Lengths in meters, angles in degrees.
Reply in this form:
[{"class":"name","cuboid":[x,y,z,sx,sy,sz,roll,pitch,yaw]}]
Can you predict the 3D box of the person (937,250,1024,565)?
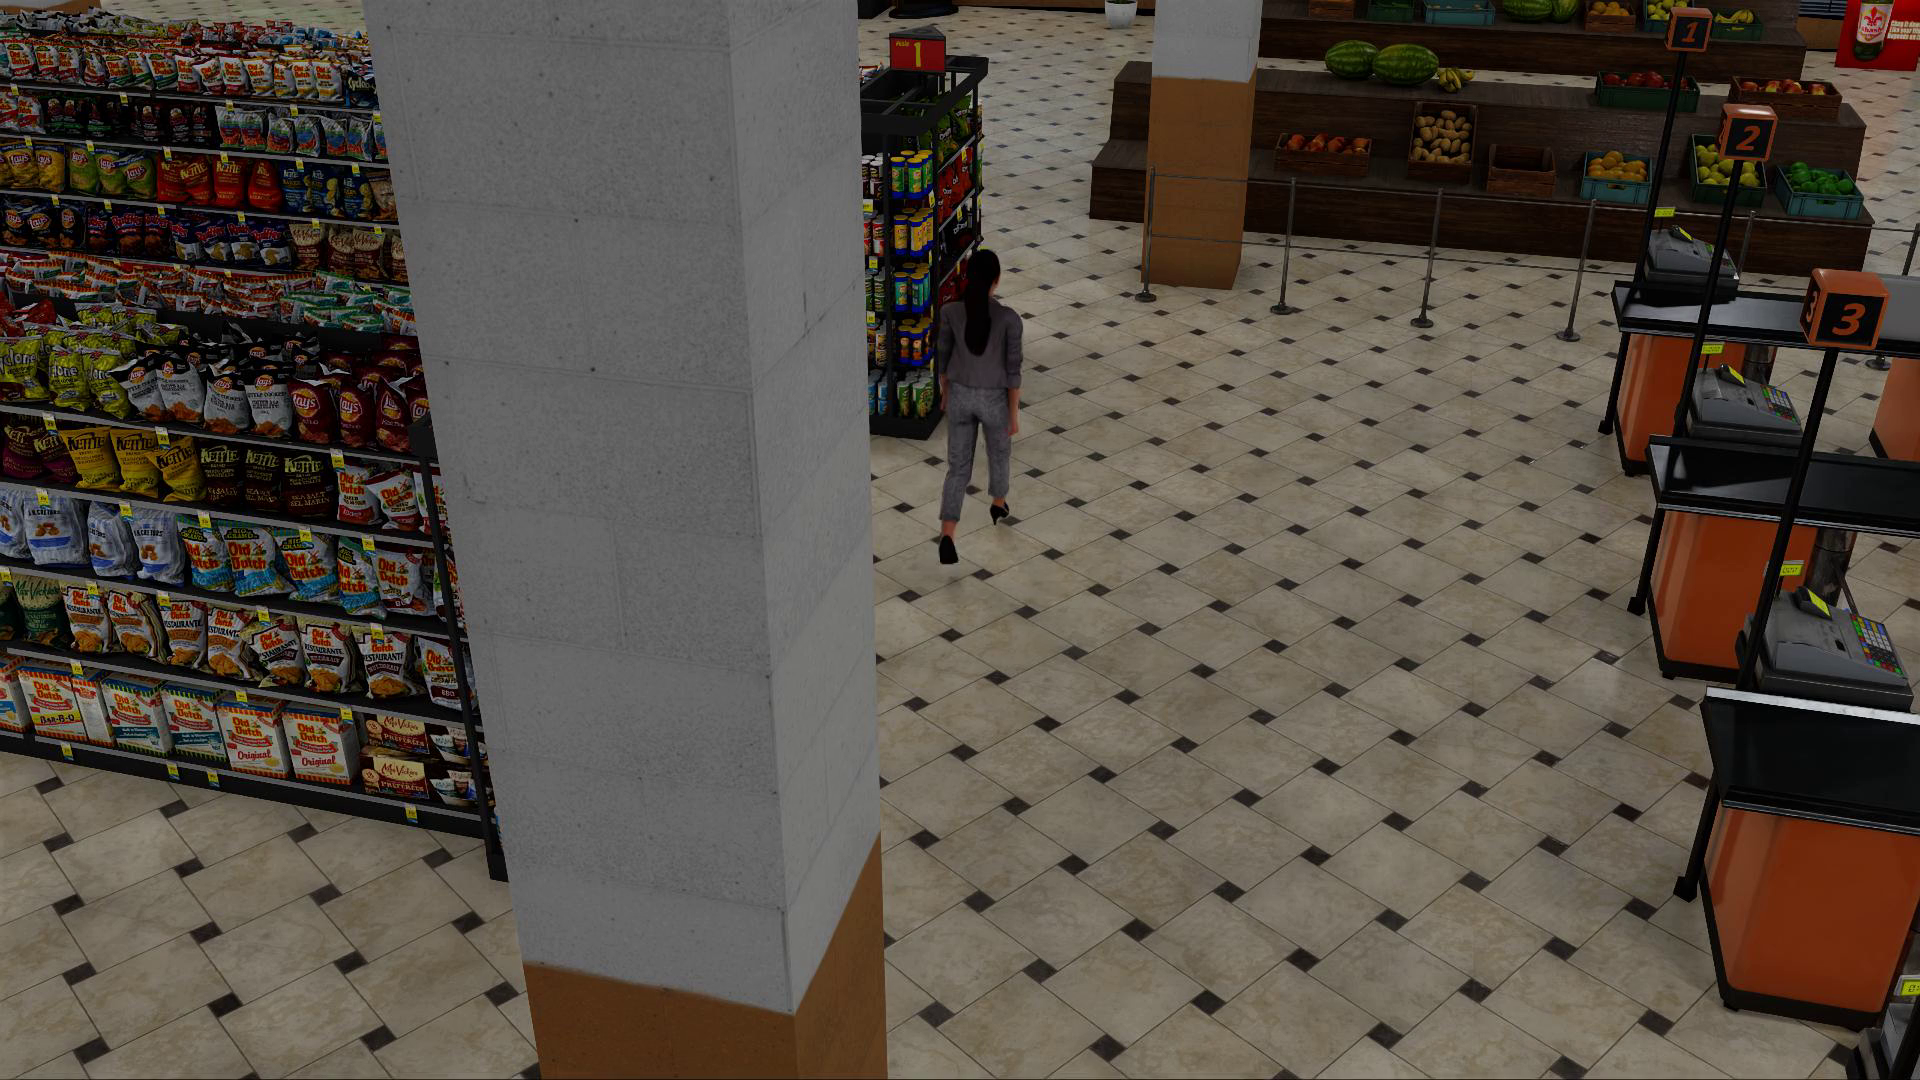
[{"class":"person","cuboid":[0.063,-0.634,8.567,1.042,1.635,0.688,8,30,14]}]
